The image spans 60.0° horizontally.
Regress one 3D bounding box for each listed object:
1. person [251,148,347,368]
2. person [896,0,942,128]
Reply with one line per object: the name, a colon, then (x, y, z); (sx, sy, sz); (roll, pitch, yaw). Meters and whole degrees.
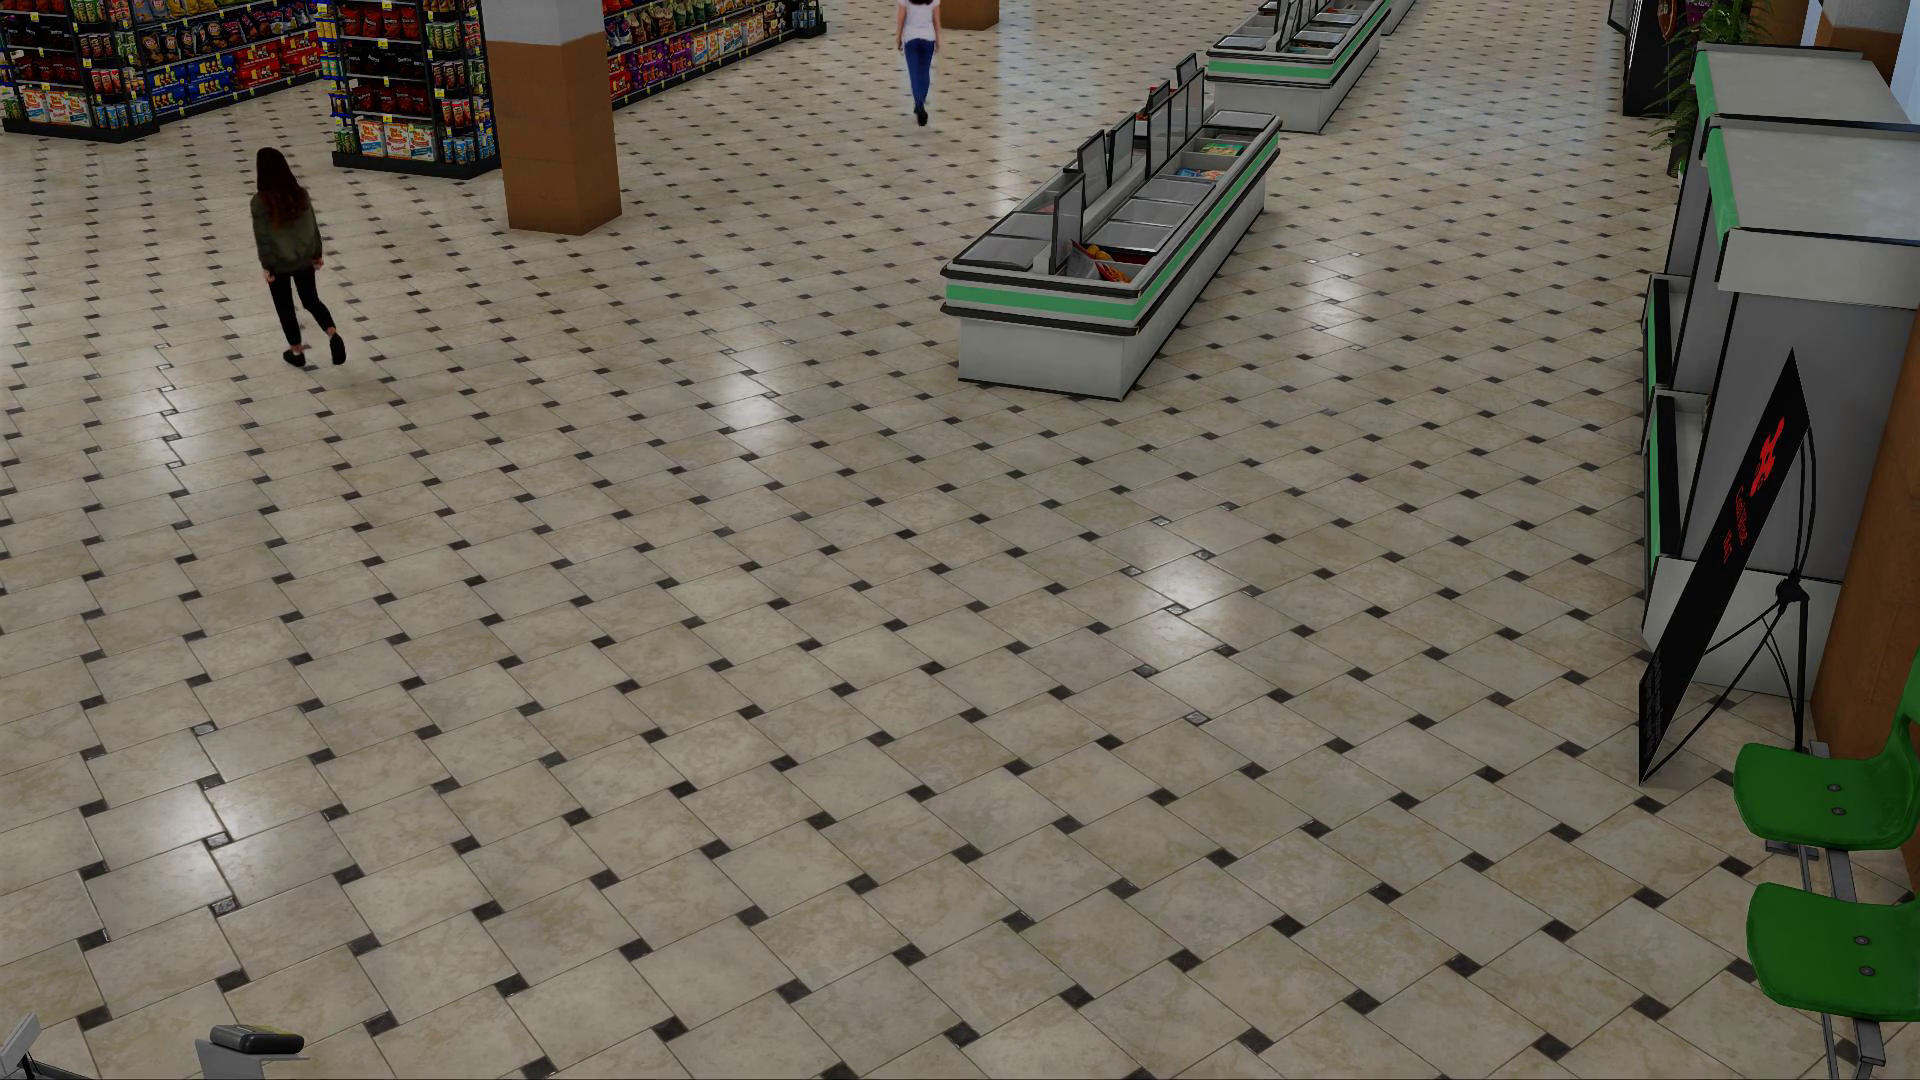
person: (-4.324, -1.792, 10.825); (0.850, 1.461, 0.902); (22, 34, 37)
person: (-0.406, -5.055, 17.049); (0.990, 1.650, 1.184); (-6, 27, -11)
